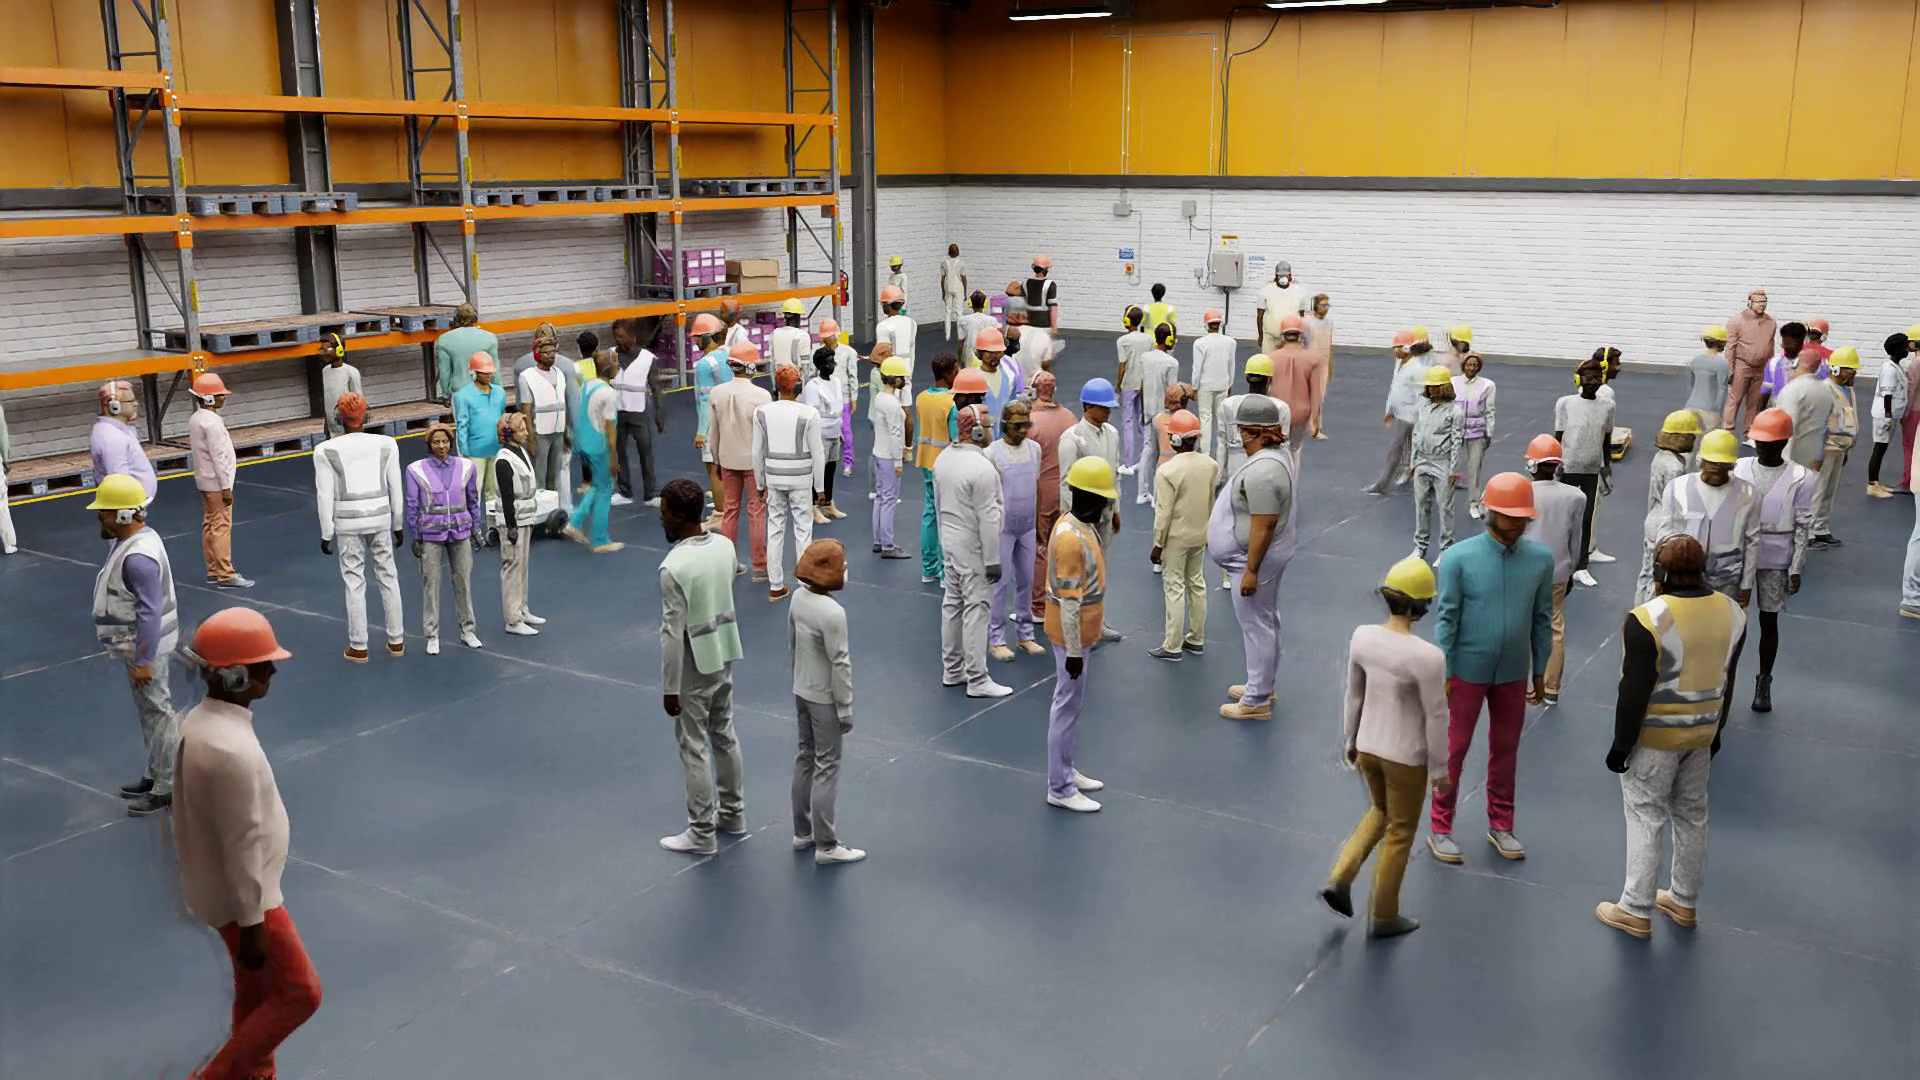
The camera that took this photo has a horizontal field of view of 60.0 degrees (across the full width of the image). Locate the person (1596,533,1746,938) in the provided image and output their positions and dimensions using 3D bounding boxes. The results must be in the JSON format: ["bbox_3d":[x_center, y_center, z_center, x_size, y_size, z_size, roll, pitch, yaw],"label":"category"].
[{"bbox_3d":[3.165,0.871,7.467,0.633,1.841,0.429,-5,14,-21],"label":"person"}]

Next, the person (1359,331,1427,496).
[{"bbox_3d":[4.620,-1.309,17.239,0.883,1.702,0.571,-1,13,-6],"label":"person"}]

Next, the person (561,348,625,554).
[{"bbox_3d":[-3.181,-0.766,14.607,0.497,1.821,0.546,-10,16,-36],"label":"person"}]

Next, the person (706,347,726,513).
[{"bbox_3d":[-2.355,-1.083,16.382,0.307,1.640,0.518,-3,13,-15],"label":"person"}]

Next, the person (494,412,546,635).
[{"bbox_3d":[-3.259,-0.125,12.227,0.306,1.640,0.522,-1,13,-2],"label":"person"}]

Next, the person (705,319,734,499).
[{"bbox_3d":[-2.437,-1.337,17.036,0.328,1.844,0.514,6,14,23],"label":"person"}]

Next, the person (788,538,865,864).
[{"bbox_3d":[-0.679,0.790,8.272,0.282,1.631,0.503,-8,15,-31],"label":"person"}]

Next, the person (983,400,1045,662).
[{"bbox_3d":[0.370,-0.070,11.565,0.511,1.837,0.351,-9,16,-34],"label":"person"}]

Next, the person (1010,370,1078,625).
[{"bbox_3d":[0.600,-0.322,12.497,0.403,1.906,0.651,11,17,40],"label":"person"}]

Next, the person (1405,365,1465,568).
[{"bbox_3d":[4.051,-0.629,14.213,0.330,1.734,0.481,-10,16,-37],"label":"person"}]

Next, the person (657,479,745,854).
[{"bbox_3d":[-1.297,0.636,8.344,0.384,1.910,0.594,6,14,23],"label":"person"}]

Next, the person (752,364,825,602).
[{"bbox_3d":[-1.333,-0.435,13.035,0.583,1.882,0.337,4,14,16],"label":"person"}]

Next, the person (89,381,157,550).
[{"bbox_3d":[-5.955,-0.189,11.918,0.400,1.910,0.643,-7,15,-28],"label":"person"}]

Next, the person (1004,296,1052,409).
[{"bbox_3d":[0.562,-1.608,17.783,0.714,2.000,0.782,-4,14,-16],"label":"person"}]

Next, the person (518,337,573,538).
[{"bbox_3d":[-3.836,-0.963,15.407,0.390,1.847,0.562,6,14,25],"label":"person"}]

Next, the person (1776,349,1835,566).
[{"bbox_3d":[7.062,-0.676,14.138,0.801,1.866,0.408,-10,16,-36],"label":"person"}]

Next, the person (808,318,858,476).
[{"bbox_3d":[-1.401,-1.567,18.272,0.575,1.737,0.354,3,13,13],"label":"person"}]

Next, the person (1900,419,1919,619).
[{"bbox_3d":[7.420,-0.392,12.625,0.384,1.987,0.608,8,15,32],"label":"person"}]

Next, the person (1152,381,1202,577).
[{"bbox_3d":[1.797,-0.496,13.836,0.307,1.641,0.512,-11,17,-40],"label":"person"}]

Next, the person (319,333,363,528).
[{"bbox_3d":[-5.774,-1.008,15.557,0.535,1.868,0.309,8,15,31],"label":"person"}]

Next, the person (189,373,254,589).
[{"bbox_3d":[-6.035,-0.482,13.524,0.324,1.752,0.561,-11,17,-39],"label":"person"}]

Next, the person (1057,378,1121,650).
[{"bbox_3d":[0.939,-0.192,11.859,0.415,1.940,0.607,12,17,41],"label":"person"}]

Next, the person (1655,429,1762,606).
[{"bbox_3d":[4.651,0.207,10.389,0.595,1.824,0.403,5,14,22],"label":"person"}]

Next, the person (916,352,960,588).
[{"bbox_3d":[-0.144,-0.566,13.536,0.392,1.918,0.592,-9,16,-35],"label":"person"}]

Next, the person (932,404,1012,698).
[{"bbox_3d":[0.091,0.067,10.807,0.403,1.911,0.637,-7,15,-28],"label":"person"}]

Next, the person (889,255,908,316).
[{"bbox_3d":[-1.113,-4.161,29.479,0.340,1.761,0.524,-9,16,-33],"label":"person"}]

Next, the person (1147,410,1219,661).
[{"bbox_3d":[1.538,-0.035,11.577,0.563,1.755,0.323,-11,17,-40],"label":"person"}]

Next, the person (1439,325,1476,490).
[{"bbox_3d":[5.230,-1.402,17.560,0.782,1.719,0.545,9,16,34],"label":"person"}]

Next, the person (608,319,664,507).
[{"bbox_3d":[-3.246,-1.254,16.574,0.740,1.901,0.415,3,13,12],"label":"person"}]

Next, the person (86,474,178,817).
[{"bbox_3d":[-4.384,0.551,8.874,0.404,1.832,0.594,-7,15,-29],"label":"person"}]

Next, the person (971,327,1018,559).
[{"bbox_3d":[0.252,-0.808,14.306,0.608,2.044,0.371,-8,15,-32],"label":"person"}]

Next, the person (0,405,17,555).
[{"bbox_3d":[-8.558,-0.649,14.497,0.515,1.642,0.314,-9,16,-34],"label":"person"}]

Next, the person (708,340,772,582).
[{"bbox_3d":[-1.766,-0.643,13.695,0.622,1.994,0.381,6,14,24],"label":"person"}]

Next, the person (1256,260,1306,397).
[{"bbox_3d":[4.532,-2.916,23.455,0.687,2.000,0.538,0,13,1],"label":"person"}]

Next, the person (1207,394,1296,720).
[{"bbox_3d":[1.809,0.095,10.393,0.536,2.000,0.688,4,14,18],"label":"person"}]

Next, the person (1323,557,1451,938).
[{"bbox_3d":[1.924,0.938,7.374,0.410,1.752,0.534,-7,15,-29],"label":"person"}]

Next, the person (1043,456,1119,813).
[{"bbox_3d":[0.648,0.493,8.939,0.389,1.916,0.591,2,13,8],"label":"person"}]

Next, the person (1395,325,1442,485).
[{"bbox_3d":[4.865,-1.422,17.670,0.517,1.726,0.362,4,14,18],"label":"person"}]

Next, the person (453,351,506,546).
[{"bbox_3d":[-4.288,-0.836,15.060,0.341,1.750,0.565,9,16,33],"label":"person"}]

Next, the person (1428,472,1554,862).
[{"bbox_3d":[2.622,0.634,8.192,0.618,1.984,0.416,-2,13,-8],"label":"person"}]
